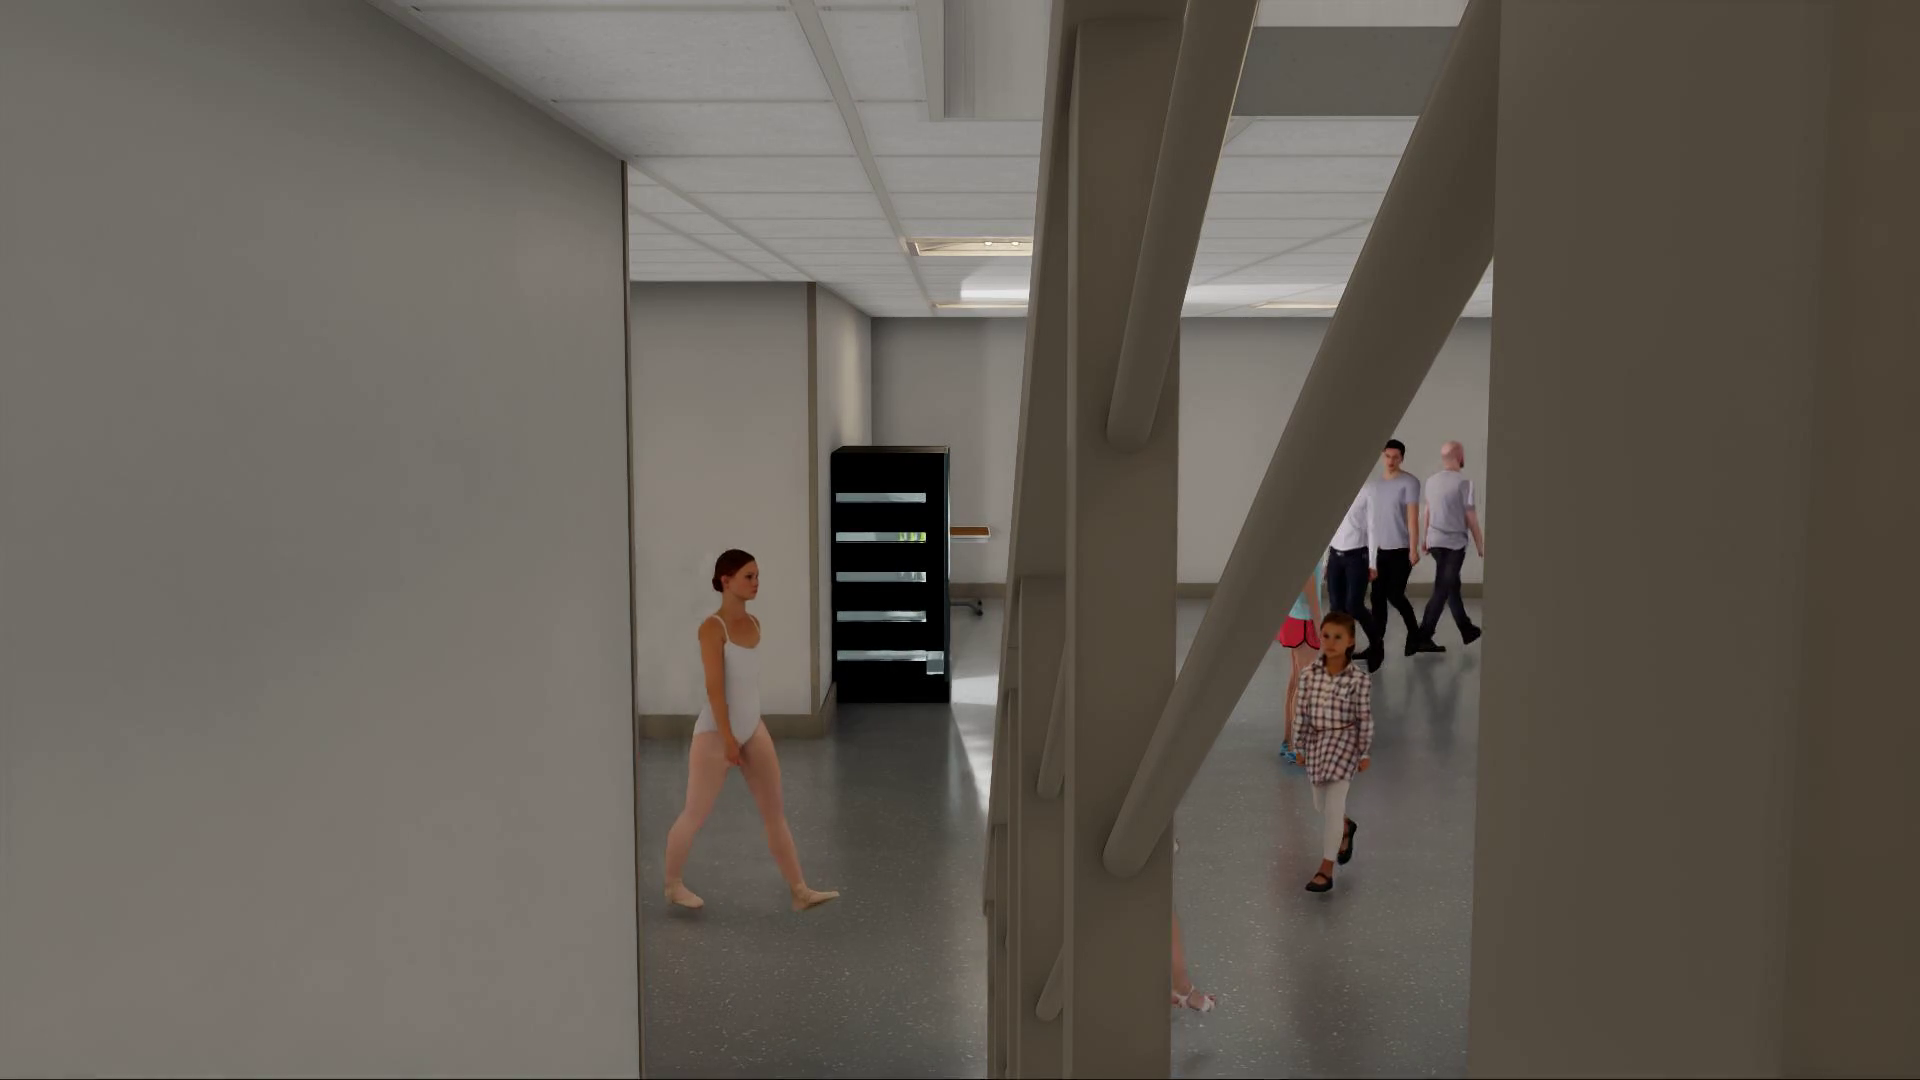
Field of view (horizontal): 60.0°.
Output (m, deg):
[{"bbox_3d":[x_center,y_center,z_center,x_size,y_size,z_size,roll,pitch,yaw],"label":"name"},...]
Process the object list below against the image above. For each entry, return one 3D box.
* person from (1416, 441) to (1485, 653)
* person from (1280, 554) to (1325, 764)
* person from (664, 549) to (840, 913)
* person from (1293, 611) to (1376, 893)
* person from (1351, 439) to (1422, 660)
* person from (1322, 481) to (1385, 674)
[{"bbox_3d":[4.079,0.089,14.179,0.964,1.791,1.158,-2,6,-18],"label":"person"},{"bbox_3d":[2.109,0.494,10.284,0.691,1.764,0.559,1,6,5],"label":"person"},{"bbox_3d":[-1.088,0.877,7.310,0.991,1.597,1.070,4,7,32],"label":"person"},{"bbox_3d":[1.781,0.974,7.848,0.823,1.296,0.966,4,7,33],"label":"person"},{"bbox_3d":[3.671,0.093,13.829,0.988,1.852,0.938,-2,6,-23],"label":"person"},{"bbox_3d":[3.112,0.152,13.031,0.929,1.856,0.886,-5,7,-39],"label":"person"}]
